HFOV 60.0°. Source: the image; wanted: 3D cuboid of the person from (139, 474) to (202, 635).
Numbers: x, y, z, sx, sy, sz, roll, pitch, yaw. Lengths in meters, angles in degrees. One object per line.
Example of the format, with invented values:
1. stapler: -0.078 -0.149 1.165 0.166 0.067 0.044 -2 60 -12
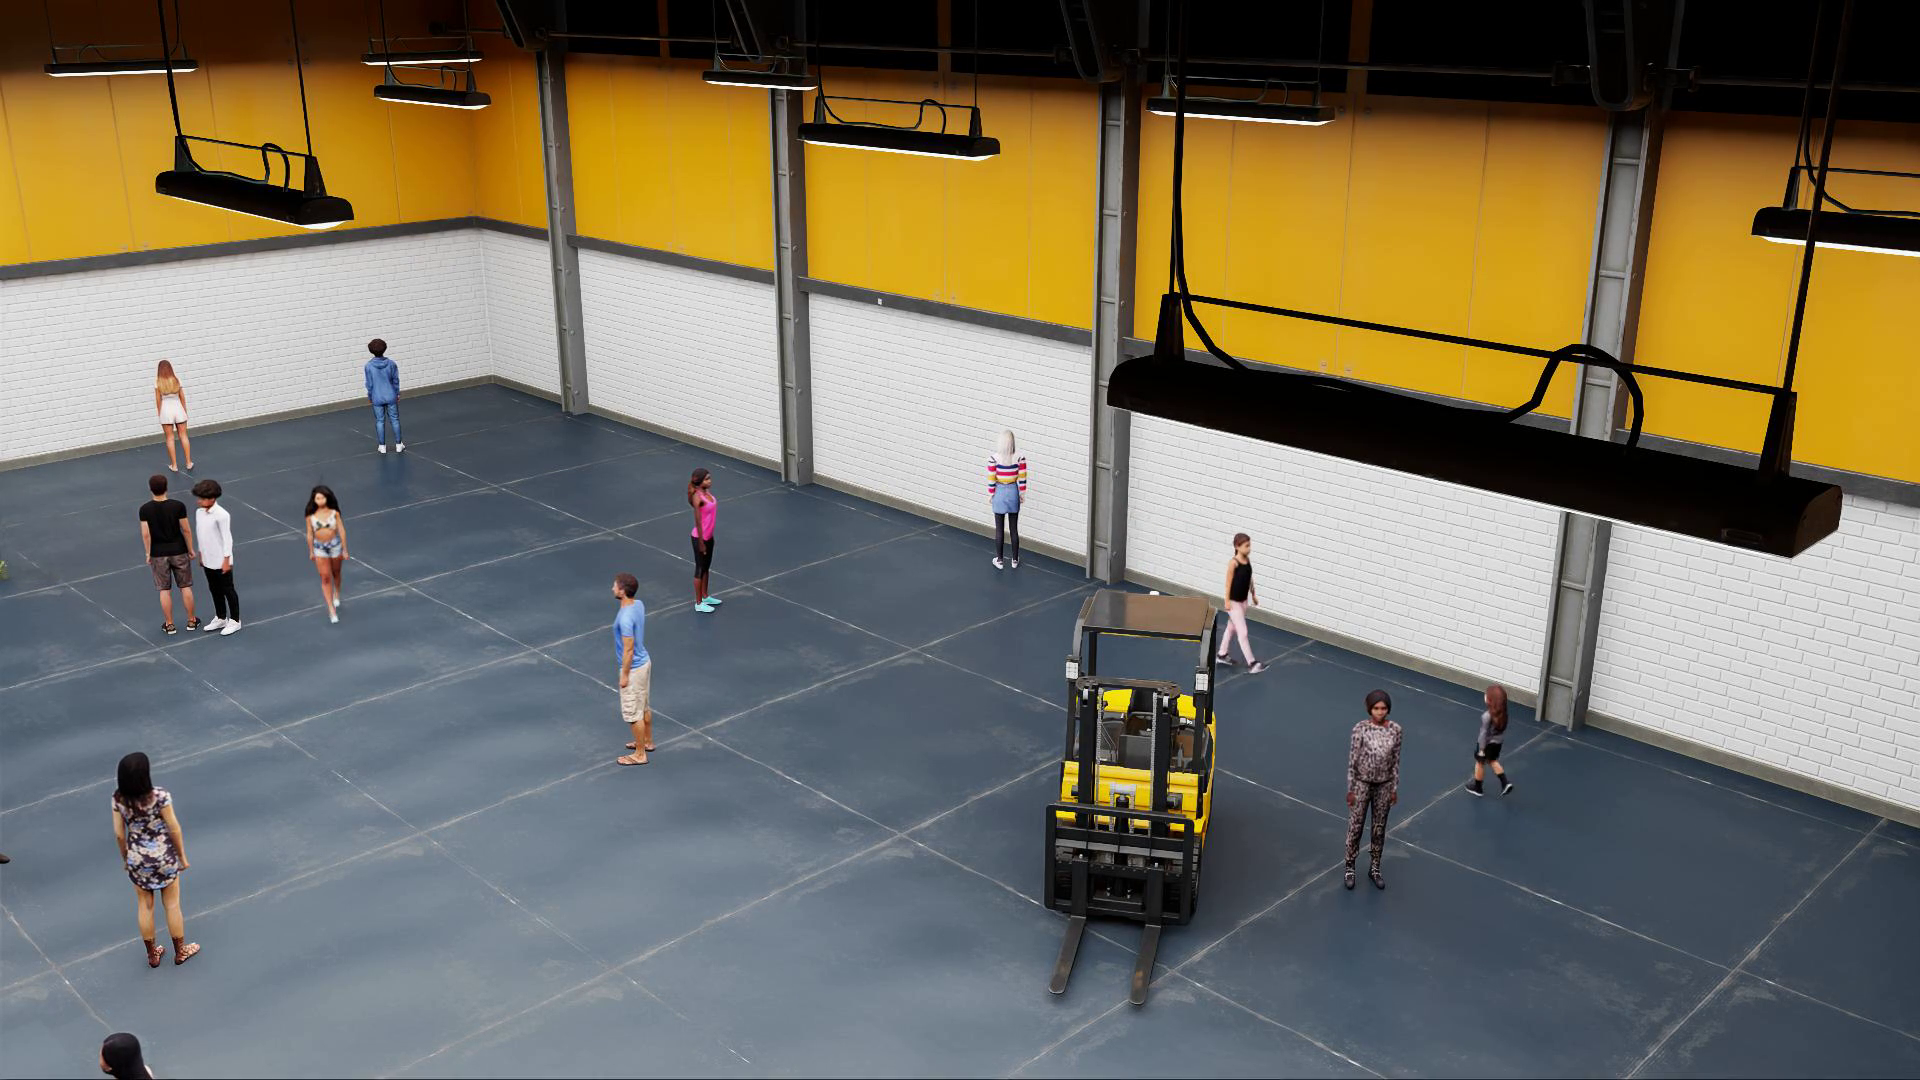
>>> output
1. person: -8.978 0.148 18.867 0.738 1.862 0.697 -9 21 -26

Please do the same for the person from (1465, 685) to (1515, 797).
1. person: 4.846 1.835 15.060 0.511 1.094 0.671 -15 24 -38

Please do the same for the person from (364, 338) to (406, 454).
1. person: -9.052 -2.272 26.134 0.758 1.811 0.740 -6 20 -18

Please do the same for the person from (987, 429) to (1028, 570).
1. person: 0.589 -0.531 20.967 0.722 1.809 0.742 -3 19 -7

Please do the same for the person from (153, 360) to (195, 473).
1. person: -11.941 -1.897 25.201 0.615 1.695 0.609 -11 22 -30

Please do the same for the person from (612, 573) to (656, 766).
1. person: -3.090 1.198 15.747 0.769 1.864 0.726 1 19 4

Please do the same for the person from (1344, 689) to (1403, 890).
1. person: 3.355 2.019 13.543 0.680 1.714 0.741 0 19 1

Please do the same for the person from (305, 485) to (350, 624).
1. person: -7.346 0.127 19.364 0.825 1.585 1.081 -7 20 -21

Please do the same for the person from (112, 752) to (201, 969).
1. person: -6.045 2.383 12.432 0.678 1.733 0.715 -2 19 -5

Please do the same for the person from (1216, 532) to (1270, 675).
1. person: 2.924 0.652 17.876 0.942 1.540 0.582 15 24 38

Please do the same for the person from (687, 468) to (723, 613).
1. person: -3.030 -0.022 19.592 0.687 1.722 0.655 5 19 14

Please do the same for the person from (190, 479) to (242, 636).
1. person: -8.437 0.173 18.874 0.597 1.810 0.752 9 21 26

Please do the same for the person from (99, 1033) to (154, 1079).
1. person: -4.479 3.474 9.129 0.863 1.773 0.790 -3 19 -8
